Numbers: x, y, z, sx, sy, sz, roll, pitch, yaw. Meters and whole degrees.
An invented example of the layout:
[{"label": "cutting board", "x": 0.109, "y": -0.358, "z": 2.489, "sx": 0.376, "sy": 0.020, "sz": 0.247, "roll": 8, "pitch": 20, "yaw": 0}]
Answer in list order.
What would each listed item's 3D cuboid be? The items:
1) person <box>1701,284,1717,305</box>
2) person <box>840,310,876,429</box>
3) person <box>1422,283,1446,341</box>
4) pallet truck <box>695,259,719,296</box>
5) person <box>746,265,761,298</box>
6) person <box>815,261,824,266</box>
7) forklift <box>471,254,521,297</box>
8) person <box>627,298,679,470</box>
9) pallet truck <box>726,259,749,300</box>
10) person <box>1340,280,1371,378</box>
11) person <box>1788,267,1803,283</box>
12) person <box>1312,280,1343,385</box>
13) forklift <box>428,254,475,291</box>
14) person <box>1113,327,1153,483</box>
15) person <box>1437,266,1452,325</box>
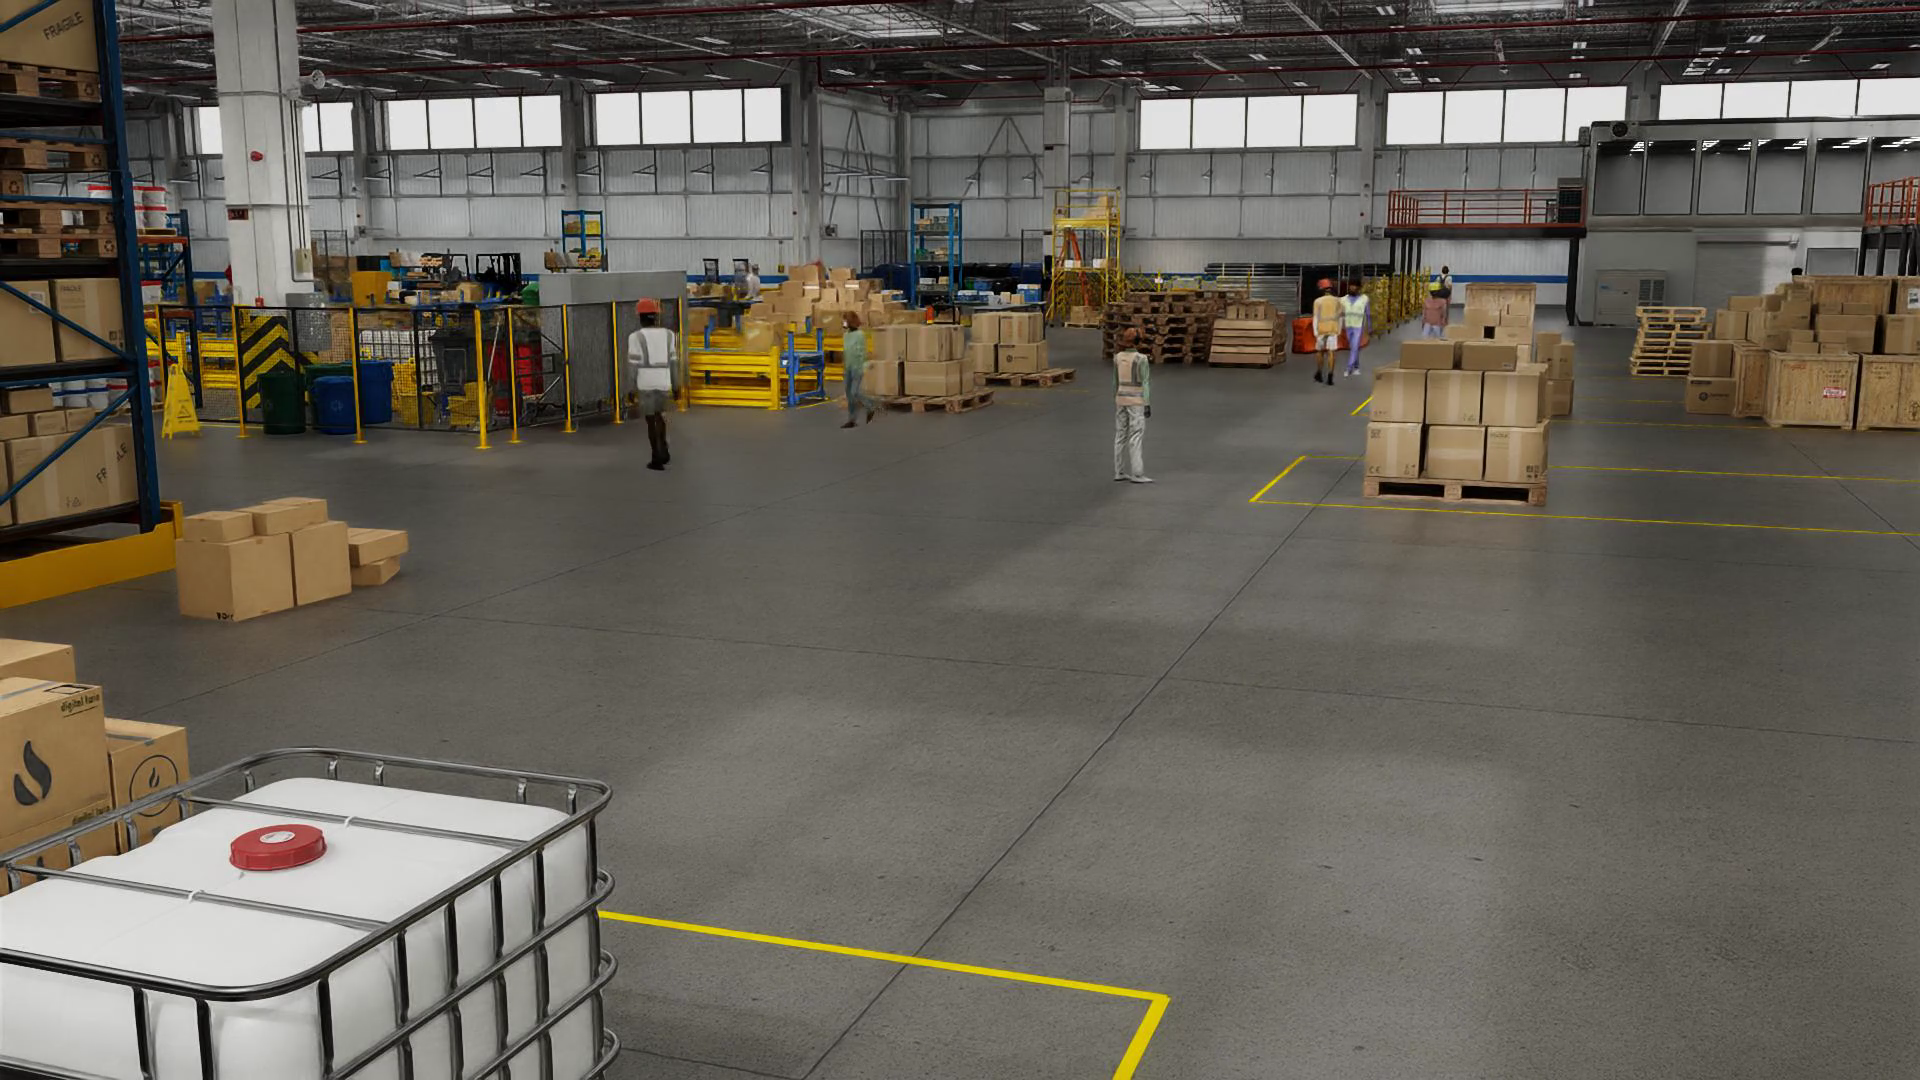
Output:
[{"label": "person", "x": 23.486, "y": -7.704, "z": 52.170, "sx": 0.643, "sy": 1.909, "sz": 0.410, "roll": 0, "pitch": 10, "yaw": -2}, {"label": "person", "x": -1.426, "y": -2.323, "z": 22.684, "sx": 0.415, "sy": 1.622, "sz": 0.517, "roll": -8, "pitch": 13, "yaw": -37}, {"label": "person", "x": 9.614, "y": -4.364, "z": 33.899, "sx": 0.533, "sy": 1.731, "sz": 0.839, "roll": 7, "pitch": 12, "yaw": 35}, {"label": "pallet truck", "x": -9.165, "y": -9.627, "z": 62.776, "sx": 0.823, "sy": 1.965, "sz": 1.885, "roll": 4, "pitch": 11, "yaw": 23}, {"label": "person", "x": -6.511, "y": -7.703, "z": 52.282, "sx": 0.845, "sy": 1.882, "sz": 0.639, "roll": 5, "pitch": 11, "yaw": 28}, {"label": "person", "x": -4.287, "y": -7.580, "z": 51.242, "sx": 0.633, "sy": 1.994, "sz": 1.000, "roll": -9, "pitch": 13, "yaw": -41}, {"label": "forklift", "x": -17.990, "y": -10.121, "z": 64.684, "sx": 1.157, "sy": 1.987, "sz": 2.680, "roll": 3, "pitch": 11, "yaw": 17}, {"label": "person", "x": -3.431, "y": -1.731, "z": 18.536, "sx": 0.575, "sy": 1.914, "sz": 0.442, "roll": -8, "pitch": 13, "yaw": -37}, {"label": "pallet truck", "x": -7.986, "y": -9.493, "z": 62.019, "sx": 0.823, "sy": 1.965, "sz": 1.885, "roll": 3, "pitch": 11, "yaw": 17}, {"label": "person", "x": 7.511, "y": -4.023, "z": 31.615, "sx": 0.611, "sy": 1.857, "sz": 1.005, "roll": 7, "pitch": 12, "yaw": 34}, {"label": "person", "x": 20.036, "y": -5.565, "z": 39.989, "sx": 0.366, "sy": 1.965, "sz": 0.607, "roll": -1, "pitch": 10, "yaw": -3}, {"label": "person", "x": 6.623, "y": -3.751, "z": 30.044, "sx": 0.560, "sy": 1.874, "sz": 0.963, "roll": 1, "pitch": 10, "yaw": 5}, {"label": "forklift", "x": -20.133, "y": -10.254, "z": 65.465, "sx": 1.157, "sy": 1.987, "sz": 2.680, "roll": 3, "pitch": 11, "yaw": 19}, {"label": "person", "x": 1.811, "y": -1.419, "z": 17.543, "sx": 0.308, "sy": 1.645, "sz": 0.514, "roll": -8, "pitch": 13, "yaw": -38}, {"label": "person", "x": 15.214, "y": -7.680, "z": 52.241, "sx": 0.508, "sy": 1.846, "sz": 0.345, "roll": 8, "pitch": 13, "yaw": 38}]
